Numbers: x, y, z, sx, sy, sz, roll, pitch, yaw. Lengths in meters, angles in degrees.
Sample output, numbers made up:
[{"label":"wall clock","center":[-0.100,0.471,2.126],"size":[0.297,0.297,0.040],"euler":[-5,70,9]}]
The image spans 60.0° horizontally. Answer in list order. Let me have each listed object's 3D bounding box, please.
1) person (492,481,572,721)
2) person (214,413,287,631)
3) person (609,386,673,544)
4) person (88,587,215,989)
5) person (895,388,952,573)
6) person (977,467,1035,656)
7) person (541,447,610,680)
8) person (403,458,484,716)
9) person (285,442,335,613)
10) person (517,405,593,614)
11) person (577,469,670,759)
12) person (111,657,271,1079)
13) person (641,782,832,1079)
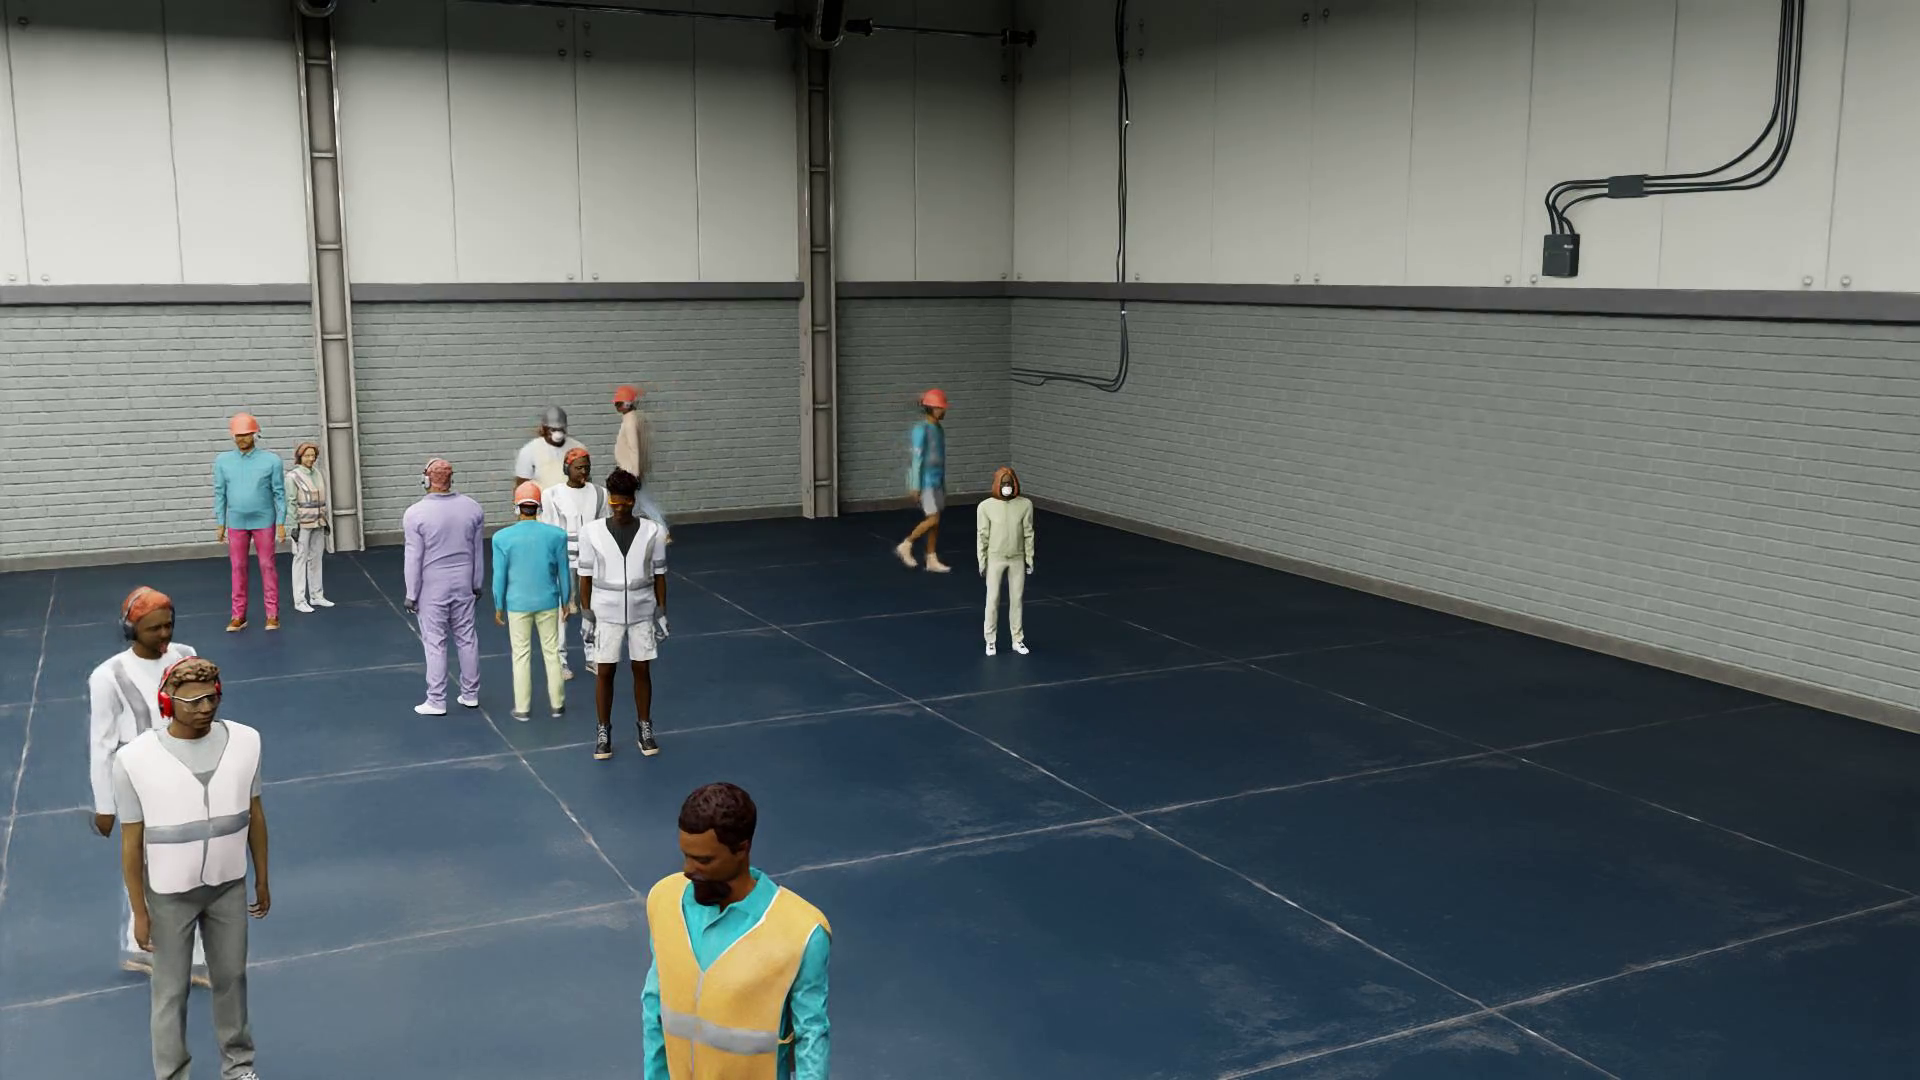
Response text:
[{"label":"person","center":[-3.137,0.442,12.190],"size":[0.573,1.748,0.342],"euler":[-4,10,-24]},{"label":"person","center":[-6.461,-0.161,15.156],"size":[0.611,1.996,0.387],"euler":[-1,9,-9]},{"label":"person","center":[-3.871,-0.844,19.531],"size":[0.984,1.955,0.621],"euler":[-1,9,-4]},{"label":"person","center":[-3.571,1.129,7.609],"size":[0.813,1.855,0.589],"euler":[2,9,14]},{"label":"person","center":[-0.343,-0.638,18.030],"size":[0.528,2.027,0.604],"euler":[4,10,21]},{"label":"person","center":[0.389,0.183,14.186],"size":[0.498,1.627,0.279],"euler":[-2,9,-13]},{"label":"person","center":[-3.083,0.186,13.408],"size":[0.575,1.877,0.346],"euler":[-6,11,-34]},{"label":"person","center":[-3.832,0.344,12.320],"size":[0.409,1.907,0.651],"euler":[8,12,40]},{"label":"person","center":[-6.286,-0.128,16.060],"size":[0.310,1.636,0.522],"euler":[3,10,17]},{"label":"person","center":[-3.796,-0.285,15.782],"size":[0.697,2.000,0.541],"euler":[-7,11,-36]},{"label":"person","center":[-2.262,0.497,11.220],"size":[0.603,1.958,0.381],"euler":[-3,10,-17]},{"label":"person","center":[-2.945,1.340,6.419],"size":[0.388,1.837,0.560],"euler":[8,12,41]},{"label":"person","center":[-0.630,1.586,4.651],"size":[0.588,1.913,0.390],"euler":[5,10,26]}]
